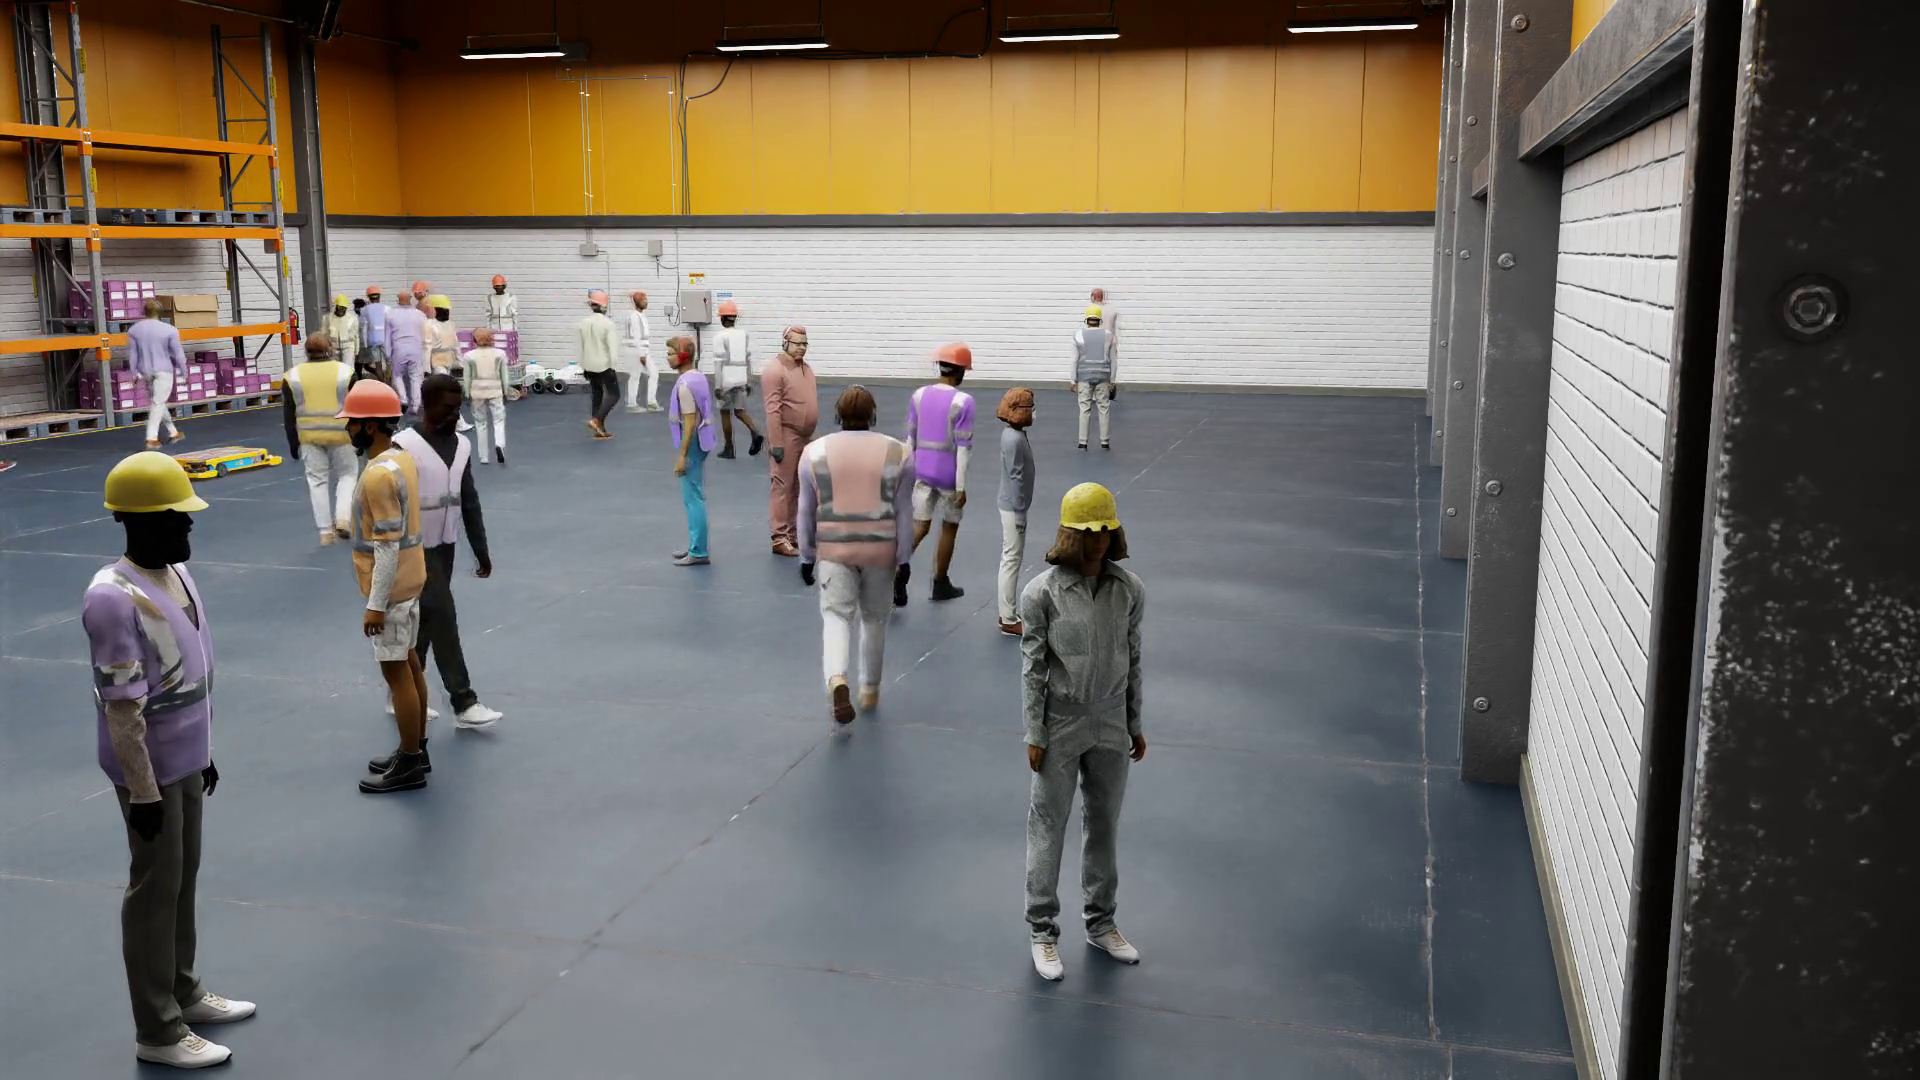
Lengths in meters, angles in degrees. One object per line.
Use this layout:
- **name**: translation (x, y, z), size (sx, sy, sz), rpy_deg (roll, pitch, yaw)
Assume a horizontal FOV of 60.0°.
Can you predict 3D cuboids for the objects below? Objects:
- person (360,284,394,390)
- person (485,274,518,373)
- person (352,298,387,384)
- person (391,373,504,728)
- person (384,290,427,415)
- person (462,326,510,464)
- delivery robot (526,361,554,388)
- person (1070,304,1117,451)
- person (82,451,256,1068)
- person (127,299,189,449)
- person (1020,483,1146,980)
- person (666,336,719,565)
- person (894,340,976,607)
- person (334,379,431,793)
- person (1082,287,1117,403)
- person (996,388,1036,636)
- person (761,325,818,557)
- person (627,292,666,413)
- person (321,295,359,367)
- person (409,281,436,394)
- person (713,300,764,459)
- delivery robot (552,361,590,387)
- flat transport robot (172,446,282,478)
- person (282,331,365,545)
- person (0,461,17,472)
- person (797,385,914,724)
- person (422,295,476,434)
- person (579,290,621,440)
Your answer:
- **person**: translation (-9.821, -3.358, 28.122), size (0.555, 1.915, 0.474), rpy_deg (-3, 10, -17)
- **person**: translation (-8.570, -3.940, 31.108), size (0.609, 2.032, 0.410), rpy_deg (0, 10, 2)
- **person**: translation (-10.155, -3.299, 28.436), size (0.663, 1.677, 0.546), rpy_deg (-7, 12, -36)
- **person**: translation (-2.715, 0.062, 8.849), size (0.916, 1.874, 0.610), rpy_deg (4, 11, 20)
- **person**: translation (-8.379, -2.831, 25.208), size (0.670, 1.890, 0.443), rpy_deg (-5, 11, -27)
- **person**: translation (-5.511, -1.671, 19.364), size (0.531, 1.622, 0.548), rpy_deg (-4, 11, -19)
- **delivery robot**: translation (-7.439, -2.884, 29.020), size (0.707, 0.478, 0.477), rpy_deg (3, 10, 18)
- **person**: translation (1.664, -2.019, 20.770), size (0.588, 1.835, 0.403), rpy_deg (0, 10, -1)
- **person**: translation (-2.487, 0.680, 5.222), size (0.367, 1.927, 0.587), rpy_deg (-2, 10, -9)
- **person**: translation (-10.210, -2.119, 21.208), size (0.653, 1.885, 1.040), rpy_deg (1, 10, 3)
- **person**: translation (0.444, 0.662, 5.847), size (0.487, 1.744, 0.295), rpy_deg (-5, 11, -25)
- **person**: translation (-2.189, -0.704, 13.361), size (0.484, 1.838, 0.588), rpy_deg (0, 10, 0)
- **person**: translation (-0.200, -0.451, 11.731), size (0.581, 1.897, 0.800), rpy_deg (7, 12, 34)
- **person**: translation (-2.699, 0.218, 7.805), size (0.361, 1.940, 0.543), rpy_deg (-1, 10, -8)
- **person**: translation (2.275, -3.165, 27.097), size (0.656, 1.891, 0.516), rpy_deg (-5, 11, -27)
- **person**: translation (0.380, -0.190, 10.977), size (0.285, 1.633, 0.499), rpy_deg (0, 10, -1)
- **person**: translation (-1.372, -0.829, 13.841), size (0.403, 1.904, 0.637), rpy_deg (5, 11, 25)
- **person**: translation (-4.801, -2.857, 25.430), size (0.725, 1.855, 0.595), rpy_deg (1, 10, 6)
- **person**: translation (-10.126, -3.120, 27.193), size (0.625, 1.780, 0.875), rpy_deg (-2, 10, -11)
- **person**: translation (-9.175, -3.499, 28.770), size (0.726, 1.969, 0.628), rpy_deg (-9, 14, -43)
- **person**: translation (-2.676, -1.900, 19.883), size (0.542, 1.920, 0.652), rpy_deg (-10, 14, -44)
- **delivery robot**: translation (-6.713, -2.858, 28.874), size (0.707, 0.478, 0.477), rpy_deg (-1, 10, -8)
- **flat transport robot**: translation (-8.394, -0.886, 18.777), size (0.652, 0.197, 1.431), rpy_deg (3, 10, 14)
- **person**: translation (-5.425, -0.863, 14.223), size (0.651, 1.832, 0.448), rpy_deg (-2, 10, -13)
- **person**: translation (-10.979, -1.595, 18.347), size (0.920, 1.834, 0.564), rpy_deg (-6, 11, -29)
- **person**: translation (-0.559, 0.079, 8.939), size (0.631, 1.821, 0.770), rpy_deg (0, 10, -2)
- **person**: translation (-6.980, -2.391, 22.710), size (0.939, 1.880, 0.613), rpy_deg (3, 10, 17)
- **person**: translation (-4.757, -2.282, 21.856), size (0.619, 1.981, 0.503), rpy_deg (5, 11, 26)
